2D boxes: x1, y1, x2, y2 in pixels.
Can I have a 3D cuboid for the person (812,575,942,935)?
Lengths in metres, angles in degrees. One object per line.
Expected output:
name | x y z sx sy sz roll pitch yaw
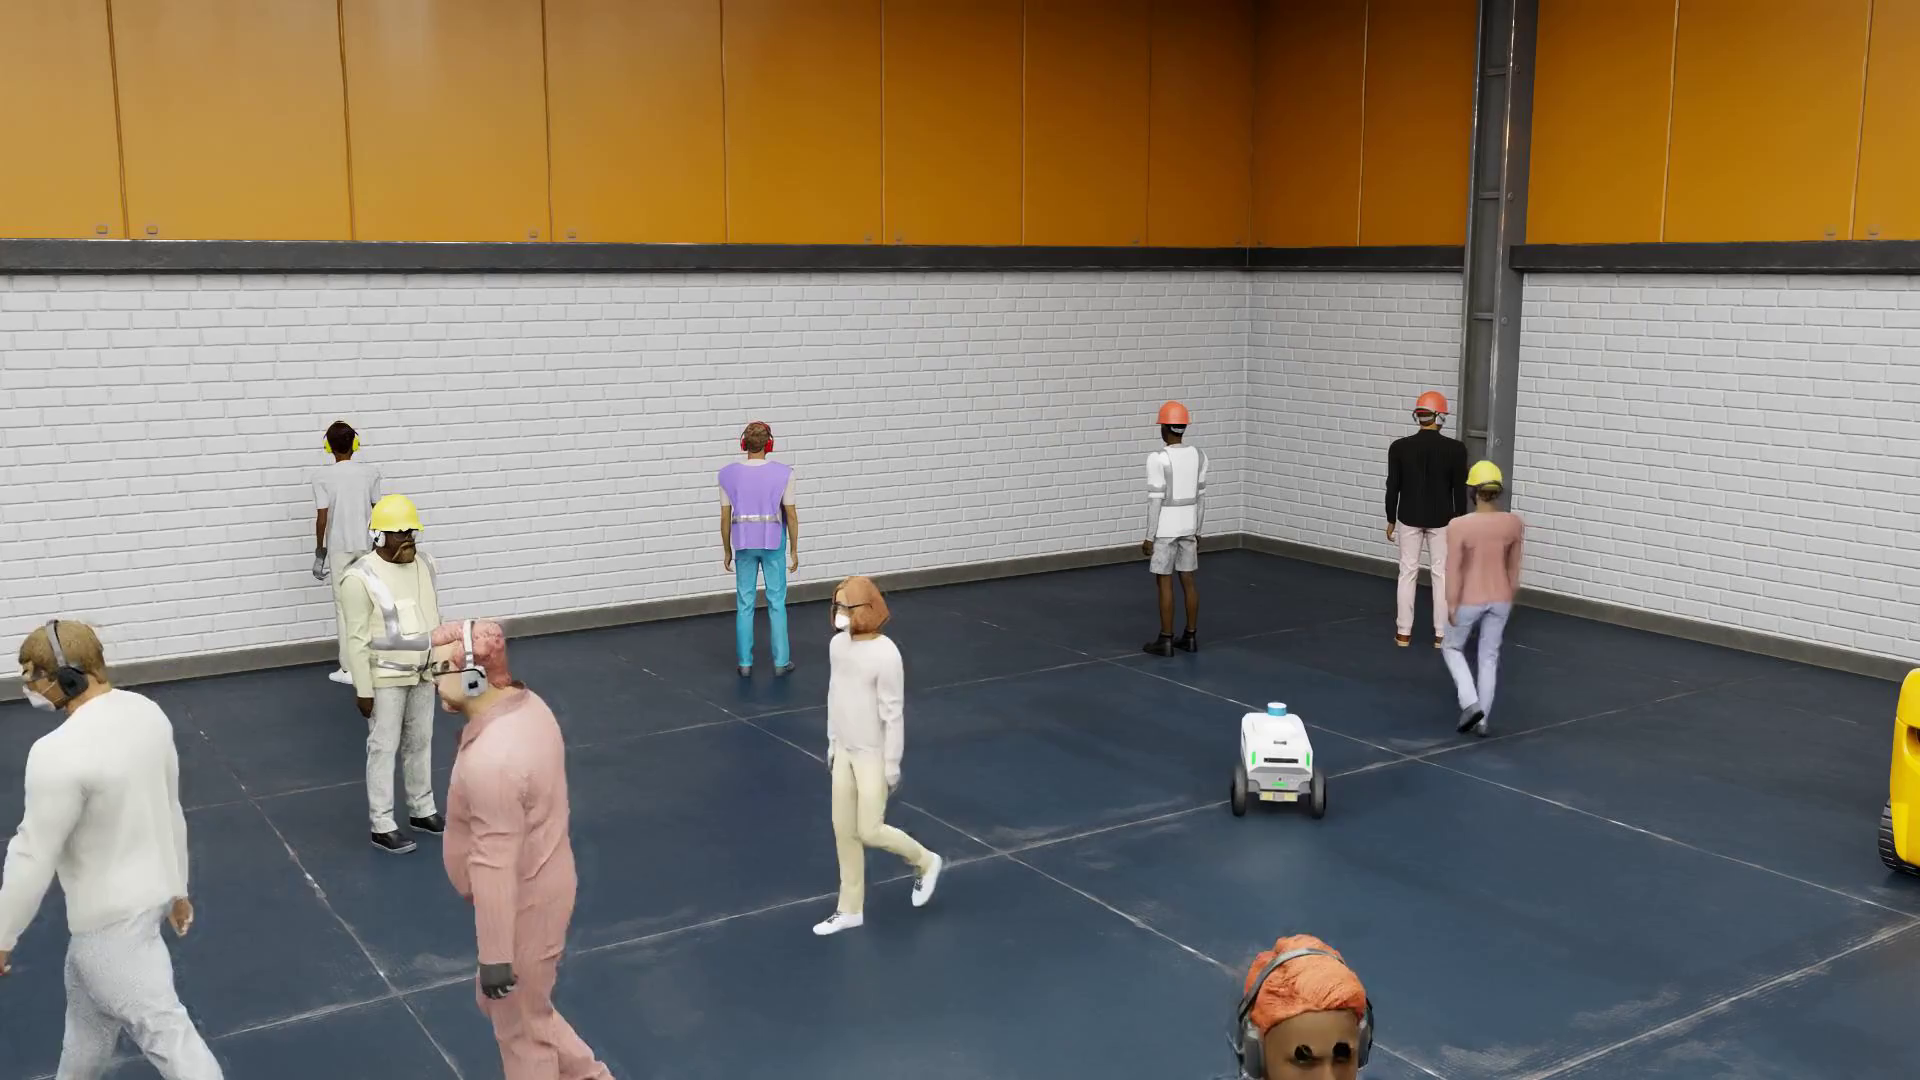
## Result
person | -0.382 0.944 7.396 0.543 1.615 0.513 -7 12 -37

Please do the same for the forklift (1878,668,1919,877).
forklift | 5.511 0.571 7.906 2.313 2.155 1.214 -6 11 -33

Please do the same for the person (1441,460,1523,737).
person | 3.256 0.377 10.403 0.530 1.755 0.401 -1 10 -8

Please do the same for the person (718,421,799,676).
person | -1.444 0.072 11.958 0.567 1.846 0.389 0 9 1

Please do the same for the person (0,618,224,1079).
person | -2.730 1.168 5.260 0.984 1.875 0.628 -1 9 -5

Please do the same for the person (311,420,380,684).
person | -4.336 0.088 11.806 0.534 1.864 0.313 -9 13 -43

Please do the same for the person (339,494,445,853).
person | -2.838 0.668 8.447 0.403 1.825 0.591 4 10 25

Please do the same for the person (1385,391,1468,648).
person | 3.606 -0.153 12.890 0.612 1.987 0.400 3 10 19

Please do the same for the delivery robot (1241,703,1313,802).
delivery robot | 1.734 1.138 9.134 0.477 0.478 0.707 1 10 6

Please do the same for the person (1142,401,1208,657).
person | 1.605 -0.085 12.631 0.551 1.935 0.371 -6 11 -32

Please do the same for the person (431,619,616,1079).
person | -1.395 1.161 5.265 0.442 1.884 0.671 -1 9 -7

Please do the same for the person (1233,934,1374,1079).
person | 0.598 1.590 2.823 0.610 1.835 0.955 -2 10 -13
